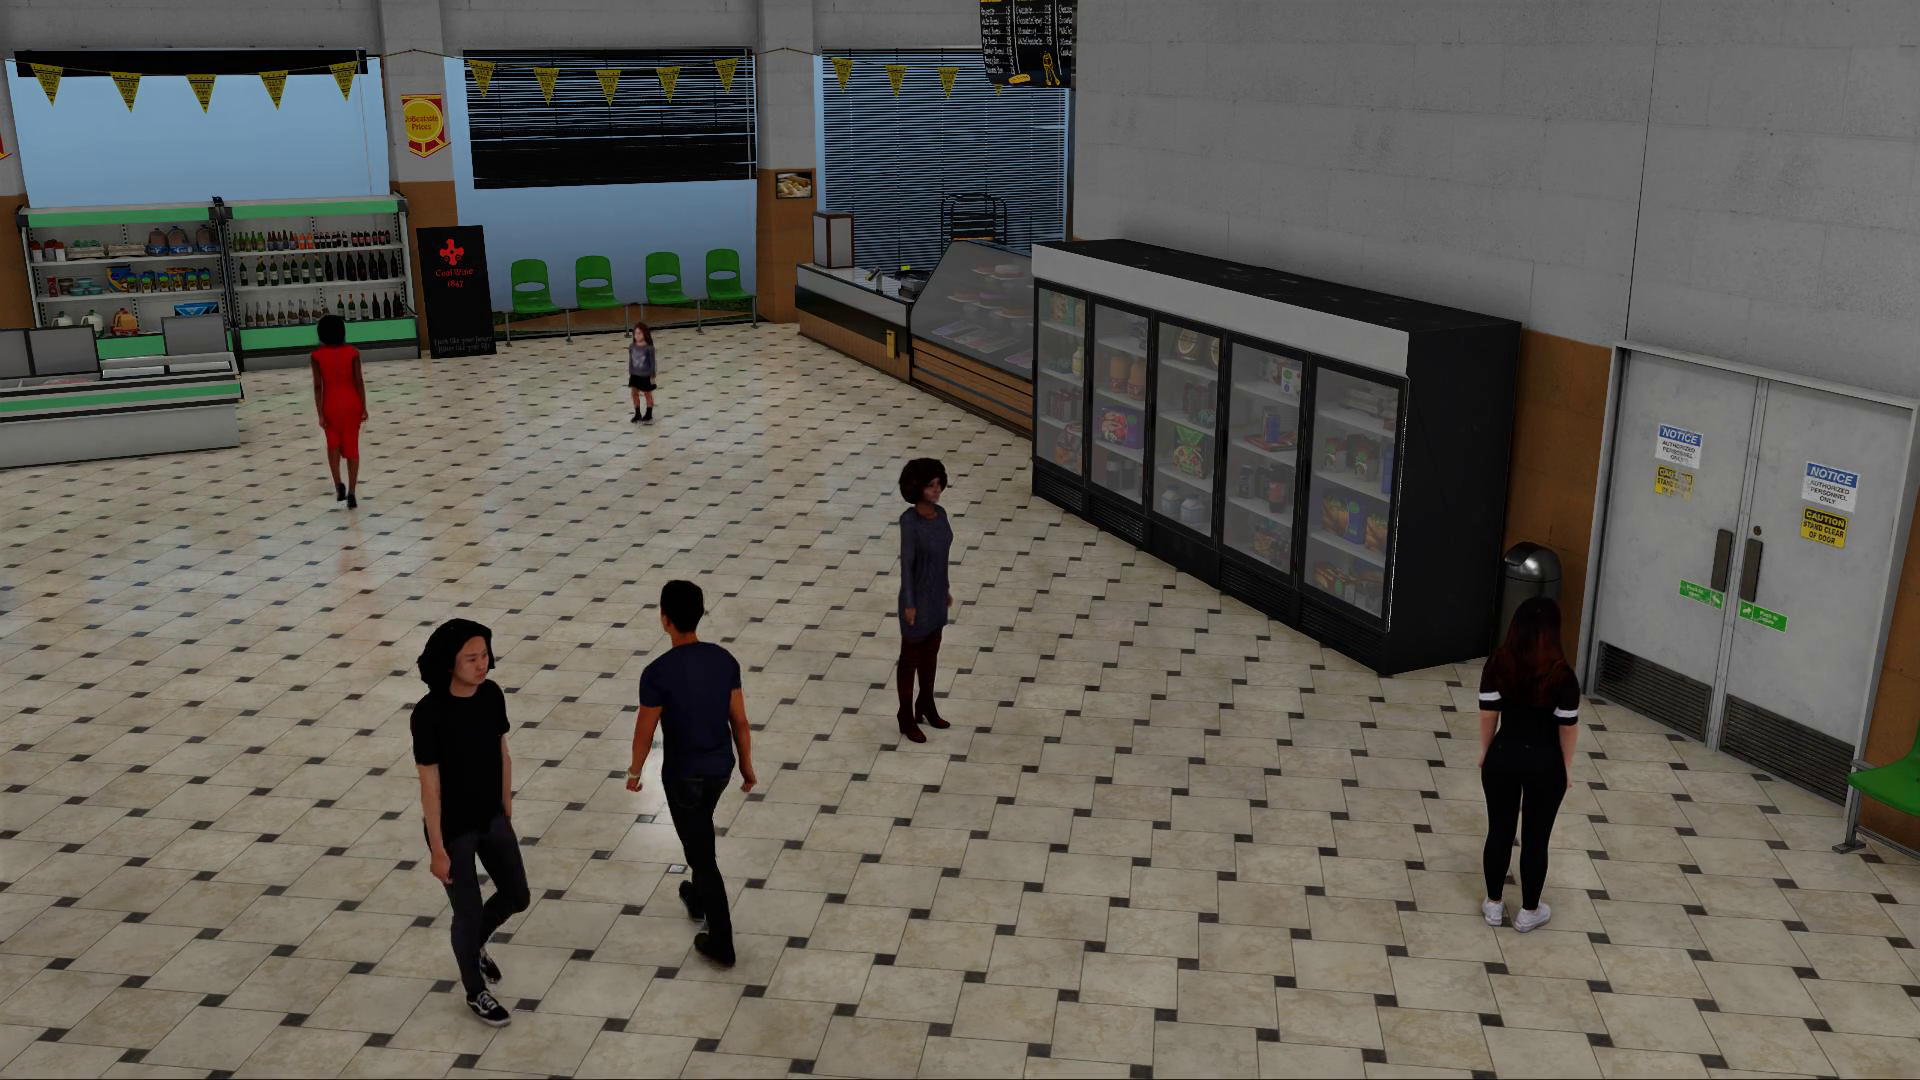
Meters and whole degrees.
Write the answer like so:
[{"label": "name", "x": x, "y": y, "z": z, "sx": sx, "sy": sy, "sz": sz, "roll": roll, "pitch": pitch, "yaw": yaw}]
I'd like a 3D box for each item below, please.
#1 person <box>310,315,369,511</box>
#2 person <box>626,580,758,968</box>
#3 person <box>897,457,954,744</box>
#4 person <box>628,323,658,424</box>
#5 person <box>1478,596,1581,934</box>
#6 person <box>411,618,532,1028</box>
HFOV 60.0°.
[{"label": "person", "x": -5.448, "y": -1.103, "z": 14.670, "sx": 0.573, "sy": 1.733, "sz": 0.661, "roll": -6, "pitch": 18, "yaw": -18}, {"label": "person", "x": -1.129, "y": 1.083, "z": 7.420, "sx": 0.929, "sy": 1.761, "sz": 0.902, "roll": -15, "pitch": 22, "yaw": -41}, {"label": "person", "x": -0.224, "y": 0.343, "z": 9.944, "sx": 0.714, "sy": 1.710, "sz": 0.598, "roll": 12, "pitch": 21, "yaw": 35}, {"label": "person", "x": -3.443, "y": -1.834, "z": 18.171, "sx": 0.607, "sy": 1.096, "sz": 0.669, "roll": 5, "pitch": 18, "yaw": 15}, {"label": "person", "x": 2.634, "y": 1.043, "z": 7.764, "sx": 0.711, "sy": 1.638, "sz": 0.746, "roll": 11, "pitch": 20, "yaw": 31}, {"label": "person", "x": -2.138, "y": 1.169, "z": 7.039, "sx": 0.851, "sy": 1.818, "sz": 0.783, "roll": 12, "pitch": 21, "yaw": 34}]
